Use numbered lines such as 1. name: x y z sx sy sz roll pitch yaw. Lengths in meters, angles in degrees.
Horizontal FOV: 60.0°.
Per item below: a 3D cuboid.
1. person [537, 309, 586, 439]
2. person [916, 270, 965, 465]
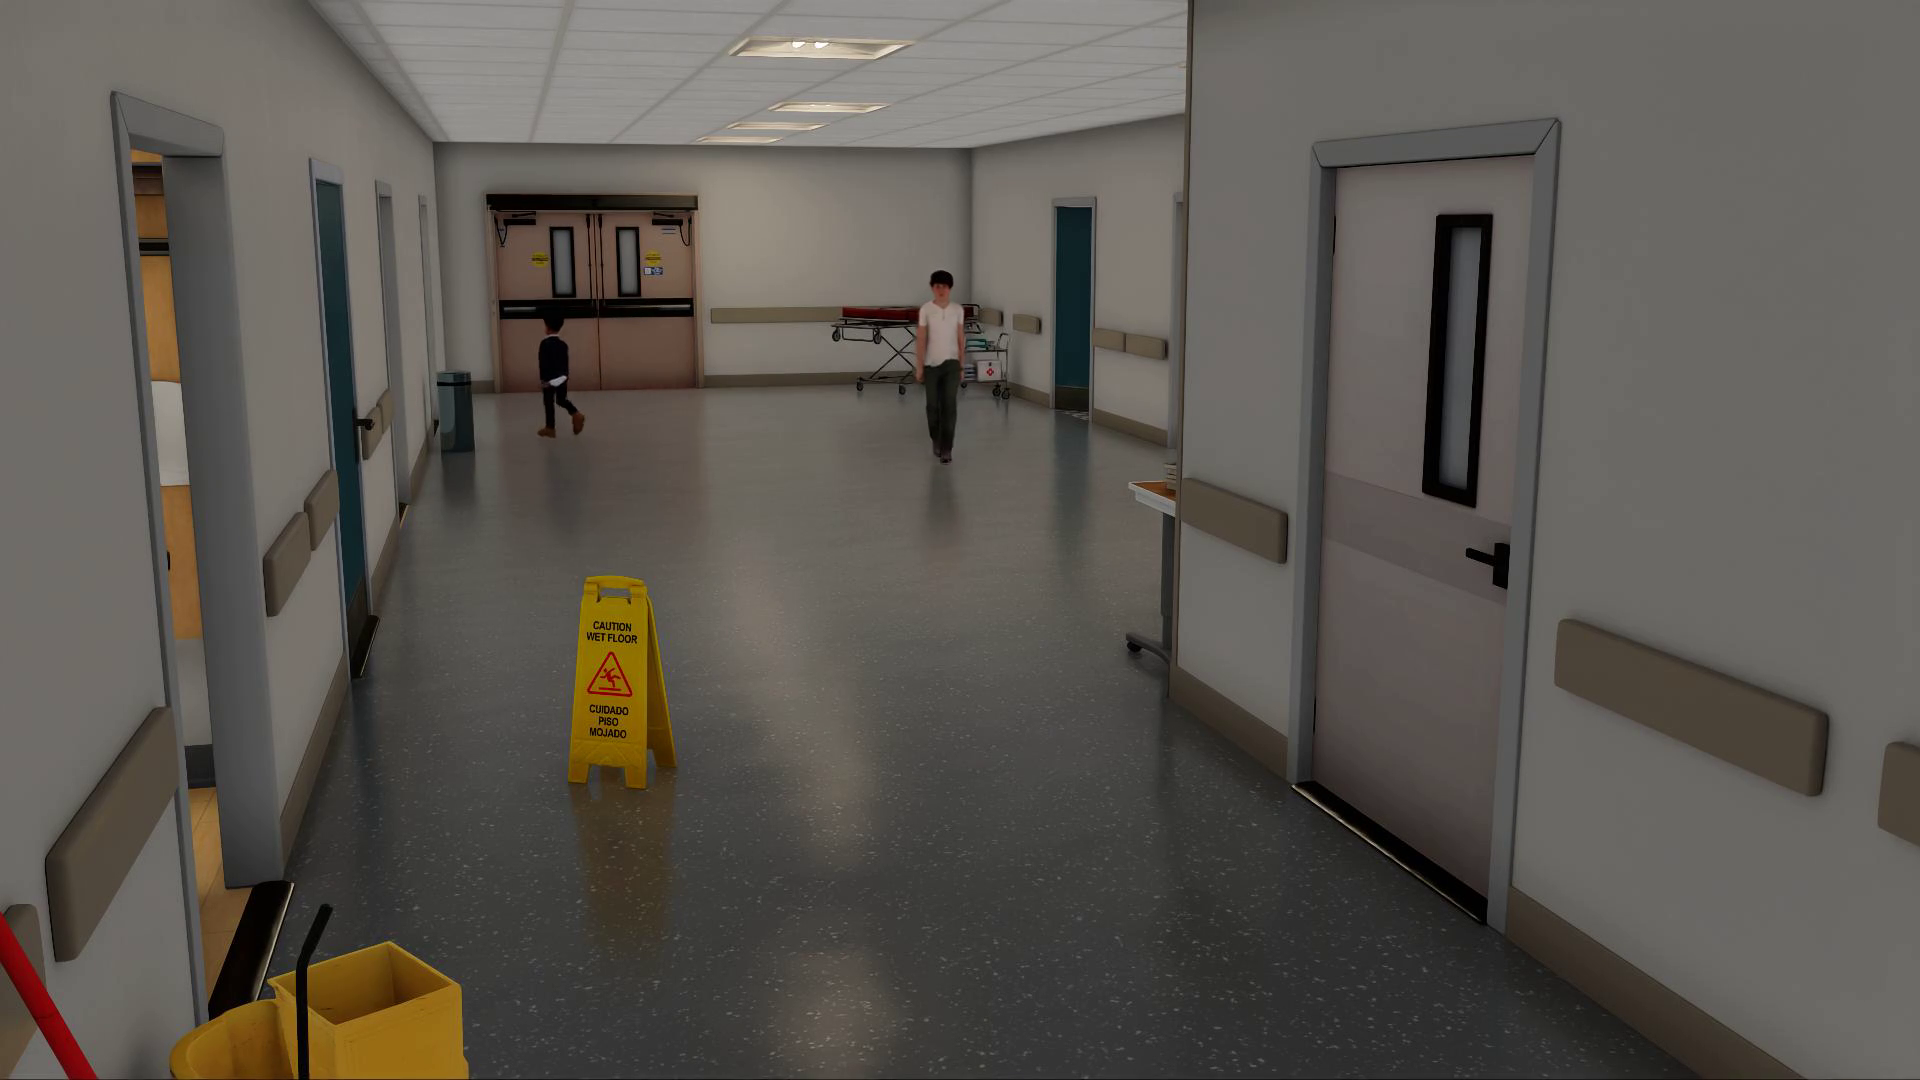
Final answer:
1. person: -3.802 -1.567 15.761 0.818 1.215 0.757 6 12 29
2. person: -0.167 -1.462 14.249 0.723 1.612 1.208 -1 11 -5
